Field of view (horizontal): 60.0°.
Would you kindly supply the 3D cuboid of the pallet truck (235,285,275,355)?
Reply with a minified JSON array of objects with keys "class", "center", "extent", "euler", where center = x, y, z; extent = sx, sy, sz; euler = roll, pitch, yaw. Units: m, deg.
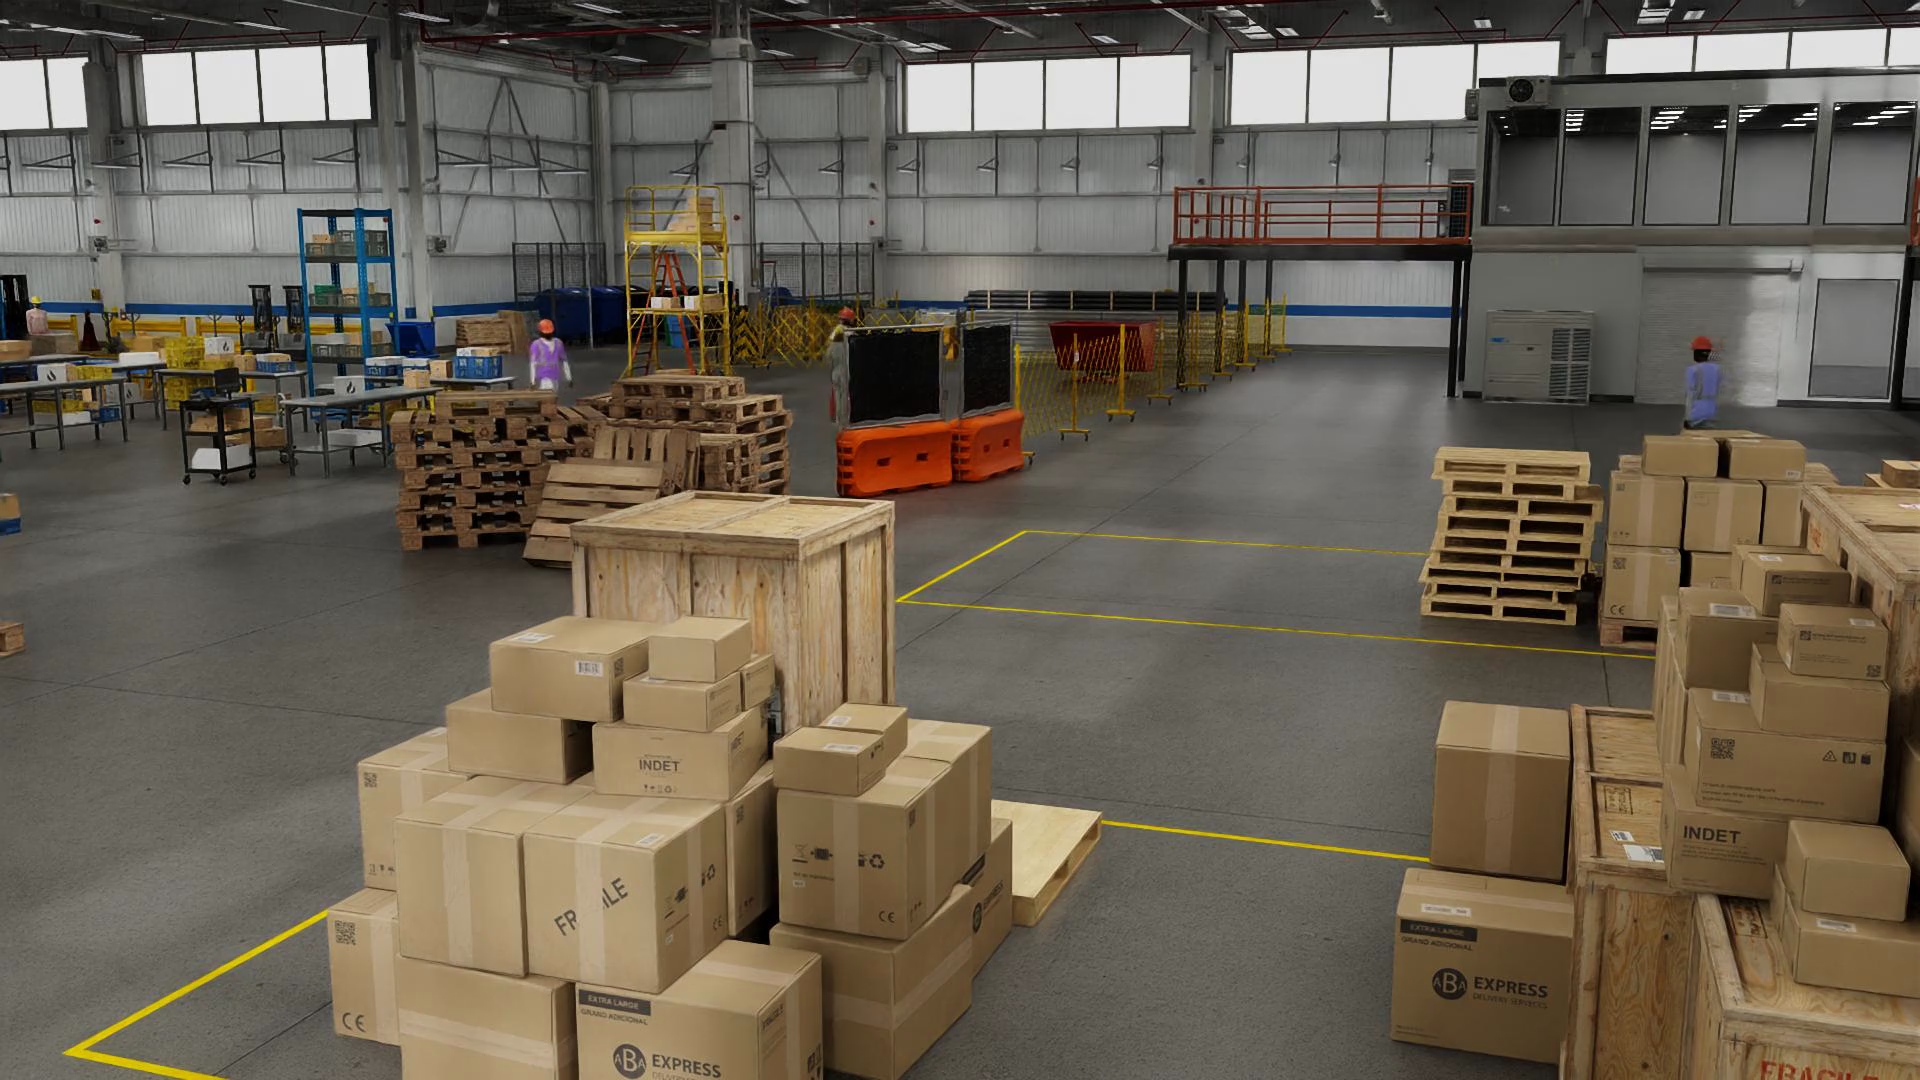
[{"class":"pallet truck","center":[-18.327,-5.835,44.421],"extent":[0.823,1.965,1.885],"euler":[4,11,23]}]

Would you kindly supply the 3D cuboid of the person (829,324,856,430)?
[{"class":"person","center":[-1.922,-2.677,27.367],"extent":[0.513,1.726,0.347],"euler":[6,12,31]}]

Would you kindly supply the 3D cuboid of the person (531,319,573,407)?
[{"class":"person","center":[-6.501,-2.577,26.464],"extent":[0.956,1.869,0.636],"euler":[10,14,43]}]

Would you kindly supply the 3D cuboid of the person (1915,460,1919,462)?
[{"class":"person","center":[13.387,-1.921,22.703],"extent":[0.356,1.882,0.574],"euler":[0,10,-3]}]

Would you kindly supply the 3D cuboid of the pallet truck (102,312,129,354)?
[{"class":"pallet truck","center":[-23.057,-5.777,46.261],"extent":[0.680,1.201,1.601],"euler":[3,11,19]}]

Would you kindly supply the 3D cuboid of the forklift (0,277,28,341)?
[{"class":"forklift","center":[-27.151,-6.329,46.328],"extent":[1.157,1.987,2.680],"euler":[3,11,17]}]

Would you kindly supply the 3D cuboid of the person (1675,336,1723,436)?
[{"class":"person","center":[9.127,-1.582,20.736],"extent":[0.566,1.899,0.896],"euler":[-4,11,-20]}]

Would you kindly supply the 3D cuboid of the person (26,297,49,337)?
[{"class":"person","center":[-22.698,-5.107,40.977],"extent":[0.314,1.768,0.526],"euler":[6,12,29]}]

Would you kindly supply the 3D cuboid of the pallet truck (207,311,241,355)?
[{"class":"pallet truck","center":[-19.537,-5.575,44.913],"extent":[0.653,1.274,1.630],"euler":[3,11,19]}]

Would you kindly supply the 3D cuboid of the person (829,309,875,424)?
[{"class":"person","center":[-1.900,-2.966,28.425],"extent":[0.644,1.937,1.012],"euler":[8,13,38]}]

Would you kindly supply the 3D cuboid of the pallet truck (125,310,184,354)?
[{"class":"pallet truck","center":[-22.038,-5.665,45.457],"extent":[0.704,1.261,1.522],"euler":[3,11,17]}]

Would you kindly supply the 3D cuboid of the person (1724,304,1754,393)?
[{"class":"person","center":[15.940,-3.952,34.127],"extent":[0.724,1.886,0.658],"euler":[-2,10,-9]}]

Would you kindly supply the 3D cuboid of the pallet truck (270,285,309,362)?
[{"class":"pallet truck","center":[-17.147,-5.700,43.663],"extent":[0.823,1.965,1.885],"euler":[3,11,17]}]
